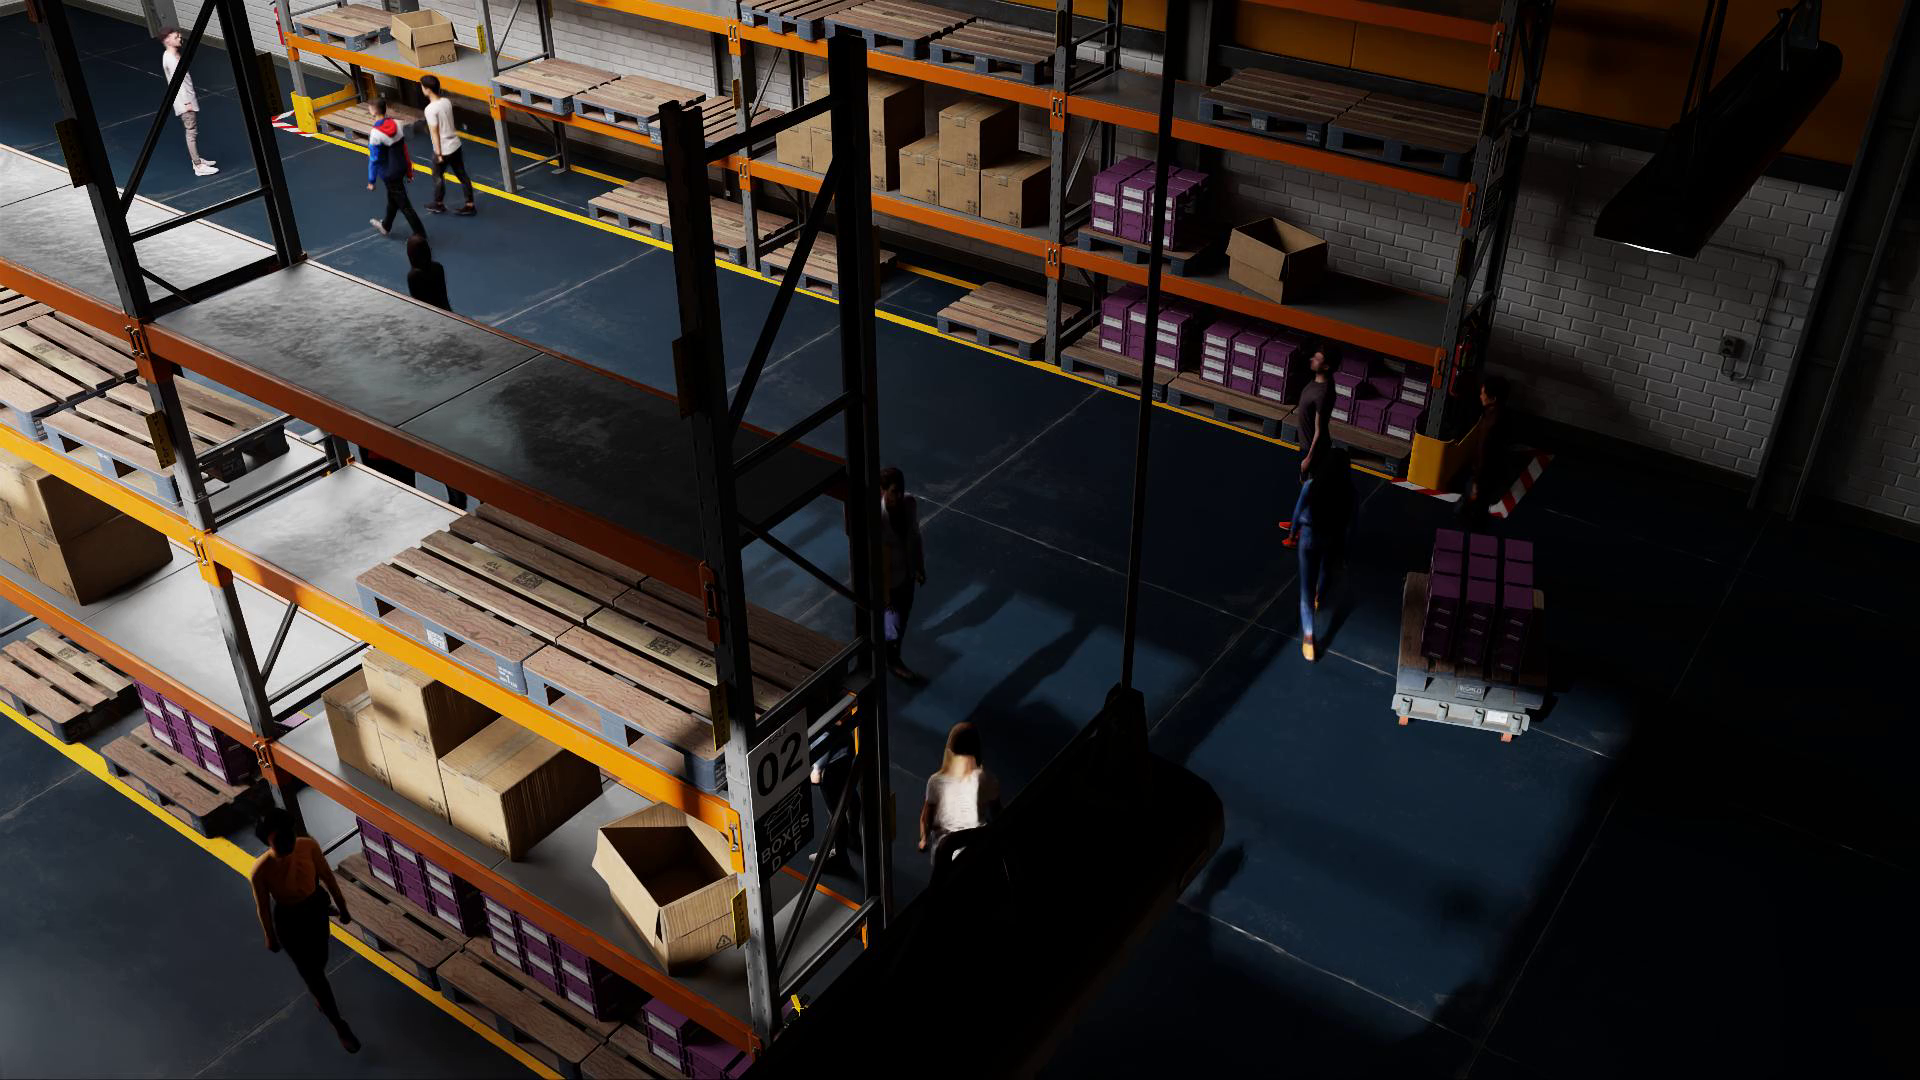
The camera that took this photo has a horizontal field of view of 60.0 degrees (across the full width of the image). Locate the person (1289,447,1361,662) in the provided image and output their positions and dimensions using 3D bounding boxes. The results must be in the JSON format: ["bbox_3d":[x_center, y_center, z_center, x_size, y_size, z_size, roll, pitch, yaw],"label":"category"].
[{"bbox_3d":[2.718,0.122,12.545,1.205,1.663,1.031,5,34,8],"label":"person"}]

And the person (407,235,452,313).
[{"bbox_3d":[-4.999,-2.114,15.943,0.647,1.625,0.669,-26,42,-34],"label":"person"}]

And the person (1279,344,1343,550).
[{"bbox_3d":[2.922,-0.785,13.734,0.717,1.856,0.725,4,34,5],"label":"person"}]

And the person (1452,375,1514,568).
[{"bbox_3d":[4.306,-0.470,13.347,0.676,1.760,0.681,20,39,27],"label":"person"}]

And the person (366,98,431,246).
[{"bbox_3d":[-6.363,-4.141,18.907,1.166,1.719,0.853,12,35,17],"label":"person"}]

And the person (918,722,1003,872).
[{"bbox_3d":[0.030,1.900,9.736,0.750,1.810,0.808,-7,34,-10],"label":"person"}]

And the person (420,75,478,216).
[{"bbox_3d":[-6.014,-4.642,19.681,0.960,1.697,0.769,13,36,19],"label":"person"}]

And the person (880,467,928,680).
[{"bbox_3d":[-0.547,0.221,12.236,0.684,1.840,0.708,28,43,35],"label":"person"}]

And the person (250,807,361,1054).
[{"bbox_3d":[-3.800,2.147,9.523,0.866,1.636,0.630,24,41,32],"label":"person"}]

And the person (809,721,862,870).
[{"bbox_3d":[-0.784,1.381,10.615,0.604,1.703,0.663,12,35,17],"label":"person"}]

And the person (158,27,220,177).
[{"bbox_3d":[-9.739,-5.526,20.882,0.814,1.840,0.701,-13,36,-18],"label":"person"}]
